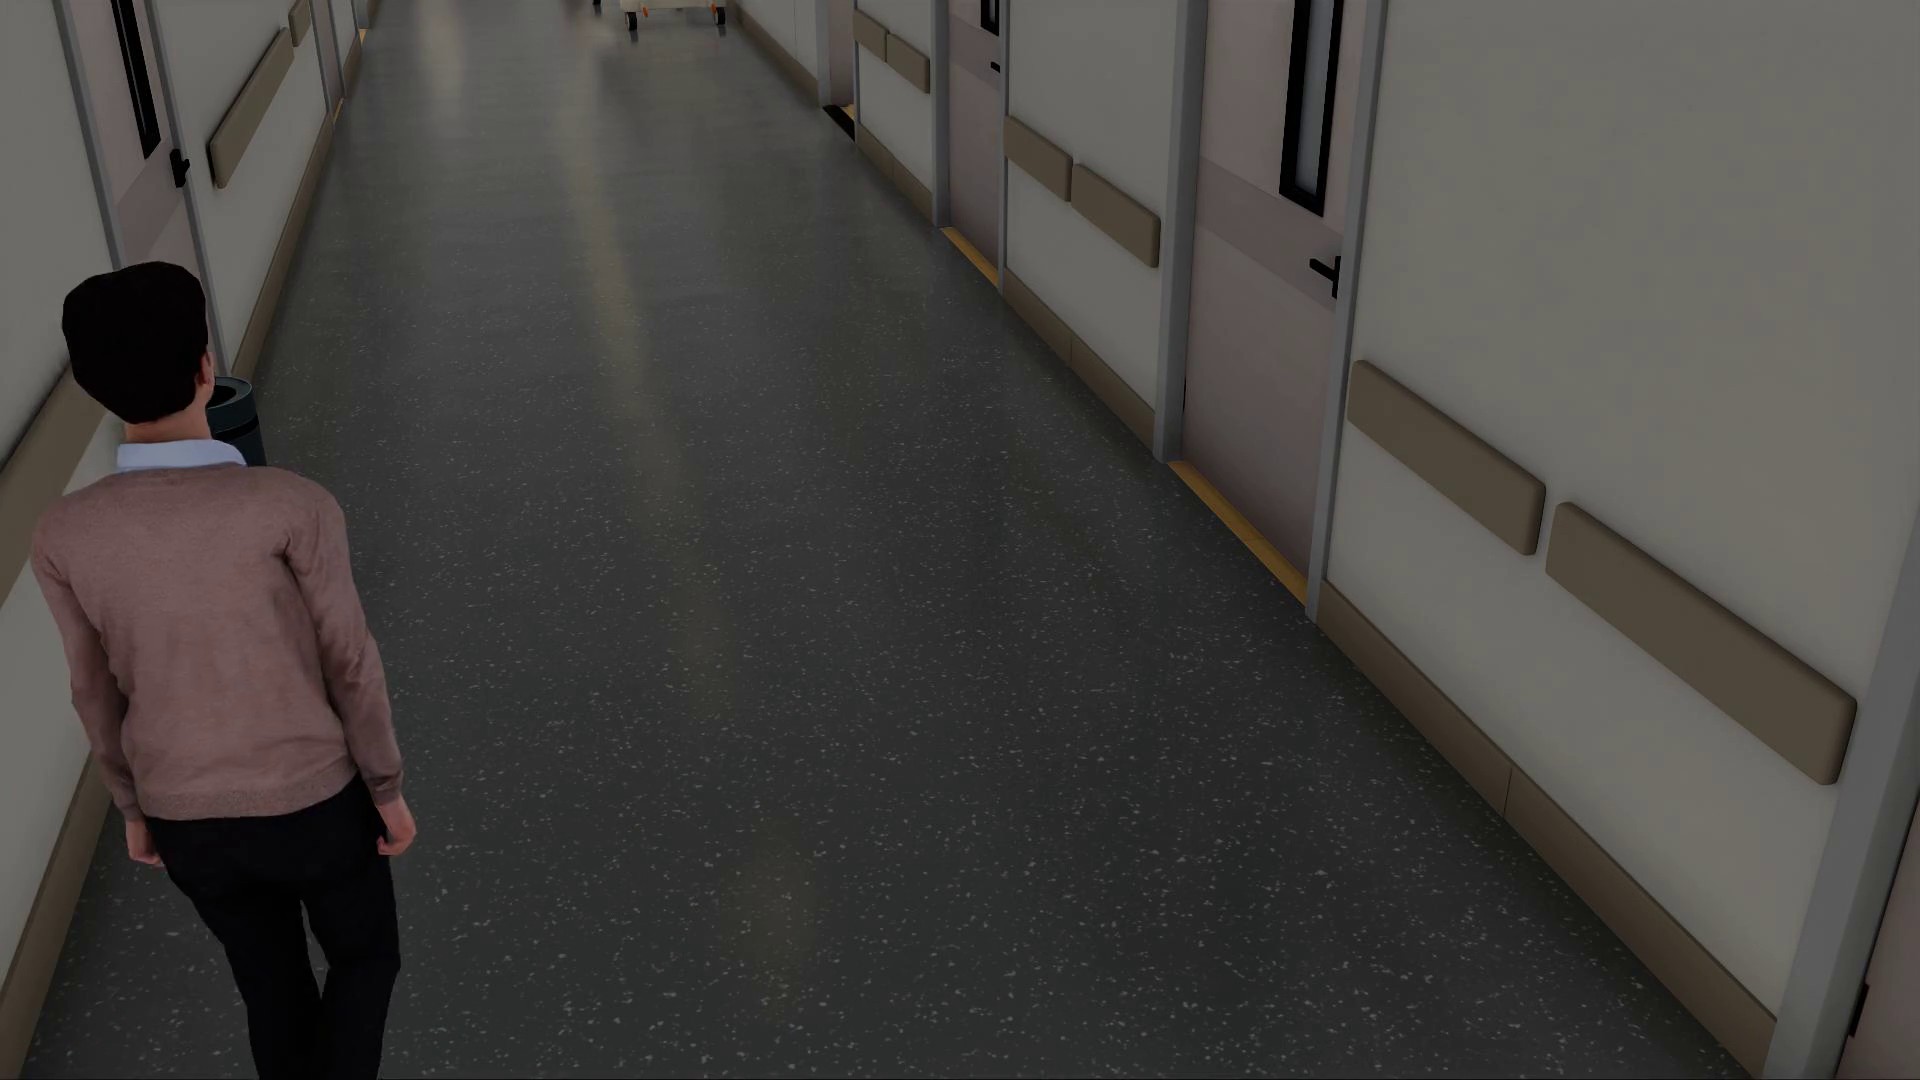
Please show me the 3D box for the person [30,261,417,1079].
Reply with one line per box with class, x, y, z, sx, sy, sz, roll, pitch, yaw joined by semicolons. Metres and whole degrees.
person;-1.160;0.468;2.700;0.716;1.798;0.758;-3;26;-6
